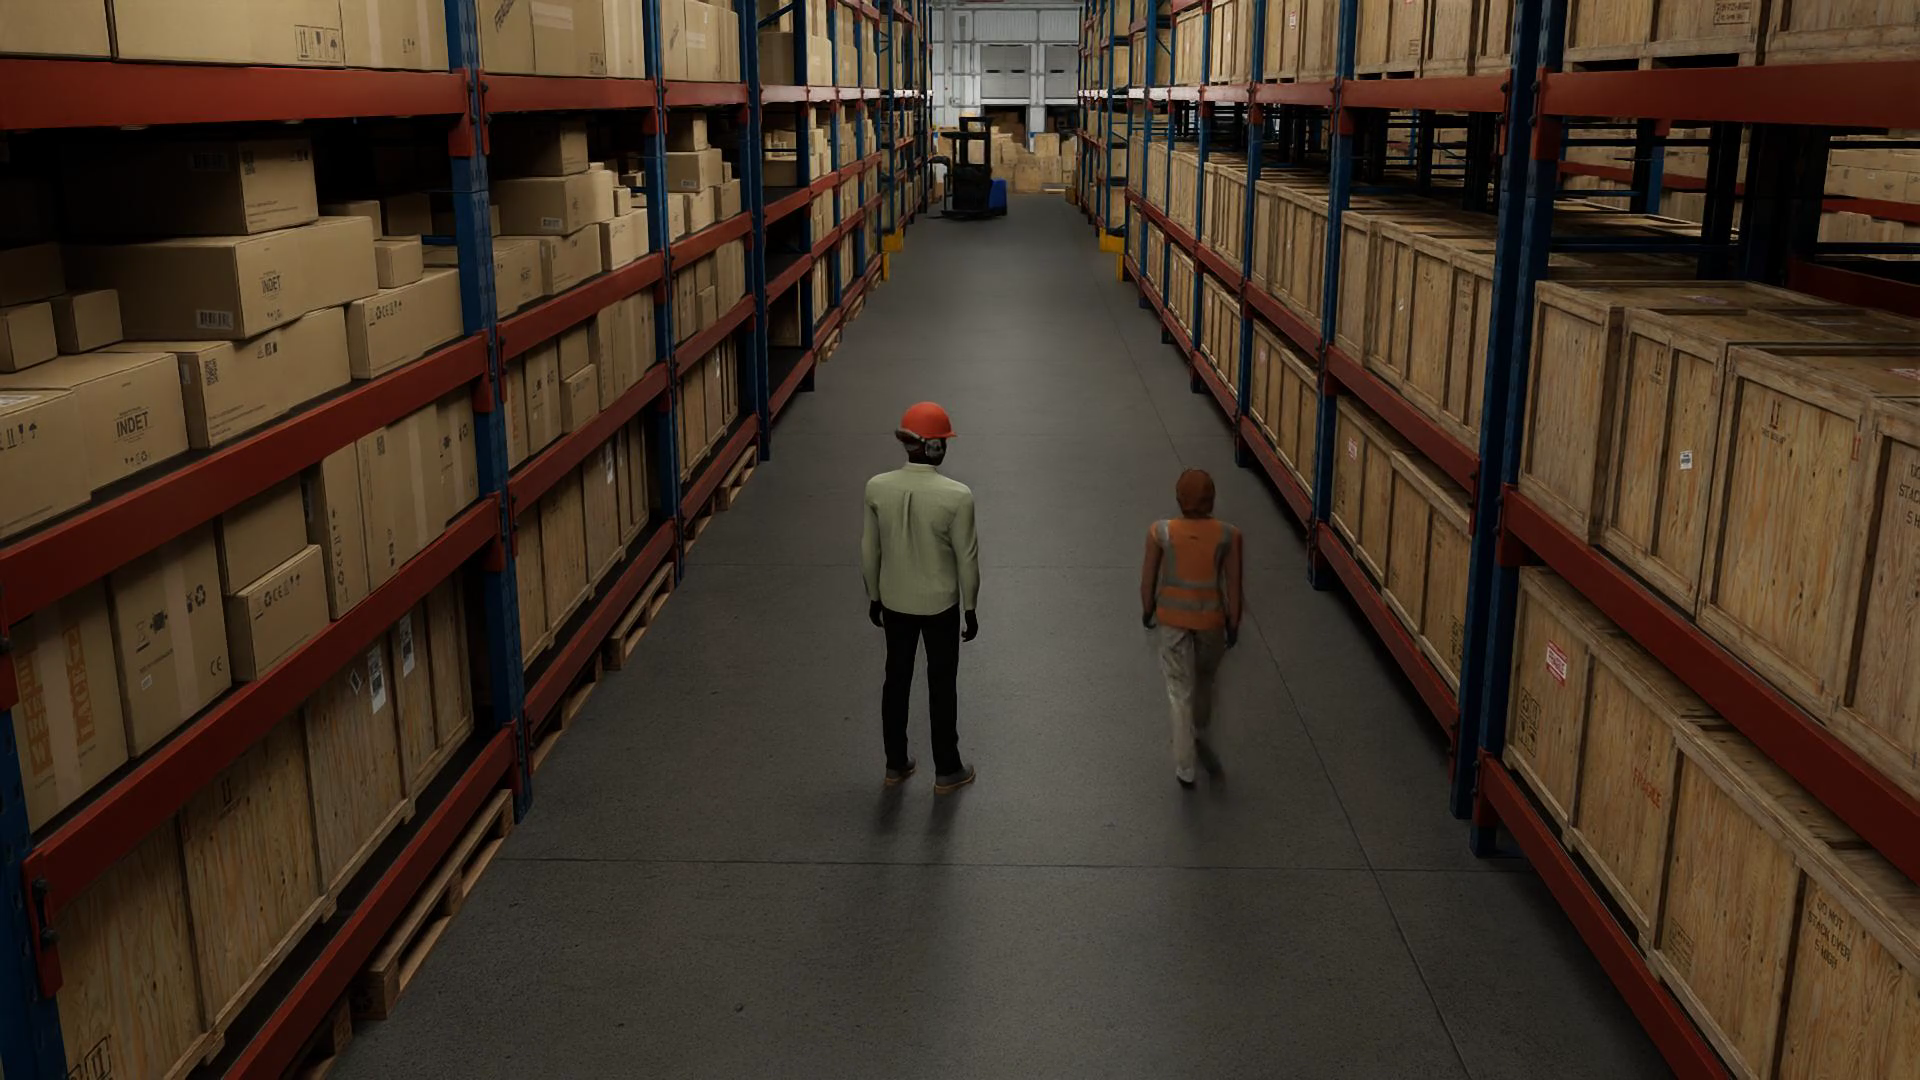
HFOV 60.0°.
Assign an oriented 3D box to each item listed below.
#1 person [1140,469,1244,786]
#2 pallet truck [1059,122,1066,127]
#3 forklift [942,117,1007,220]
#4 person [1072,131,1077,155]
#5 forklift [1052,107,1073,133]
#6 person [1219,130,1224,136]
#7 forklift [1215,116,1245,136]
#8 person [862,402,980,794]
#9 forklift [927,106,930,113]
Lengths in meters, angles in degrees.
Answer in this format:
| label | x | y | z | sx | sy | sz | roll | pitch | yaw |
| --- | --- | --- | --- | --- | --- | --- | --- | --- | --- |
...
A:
| label | x | y | z | sx | sy | sz | roll | pitch | yaw |
| --- | --- | --- | --- | --- | --- | --- | --- | --- | --- |
| person | 1.199 | 0.411 | 8.692 | 0.518 | 1.591 | 0.856 | 0 | 15 | 1 |
| pallet truck | 5.788 | -21.111 | 88.014 | 1.885 | 1.965 | 0.823 | 5 | 16 | 18 |
| forklift | 0.442 | -10.491 | 46.824 | 1.129 | 2.768 | 1.873 | 9 | 17 | 30 |
| person | 5.307 | -17.027 | 73.004 | 0.733 | 1.882 | 1.006 | 5 | 16 | 19 |
| forklift | 4.806 | -18.966 | 78.357 | 1.129 | 2.768 | 1.873 | -7 | 17 | -26 |
| person | 13.062 | -19.827 | 83.378 | 0.574 | 1.921 | 0.638 | 10 | 18 | 34 |
| forklift | 7.788 | -10.970 | 48.609 | 1.129 | 2.768 | 1.873 | 0 | 15 | 1 |
| person | -0.184 | 0.294 | 8.387 | 0.623 | 1.987 | 0.396 | 6 | 16 | 22 |
| forklift | -2.001 | -20.667 | 84.687 | 1.129 | 2.768 | 1.873 | 0 | 15 | 2 |
